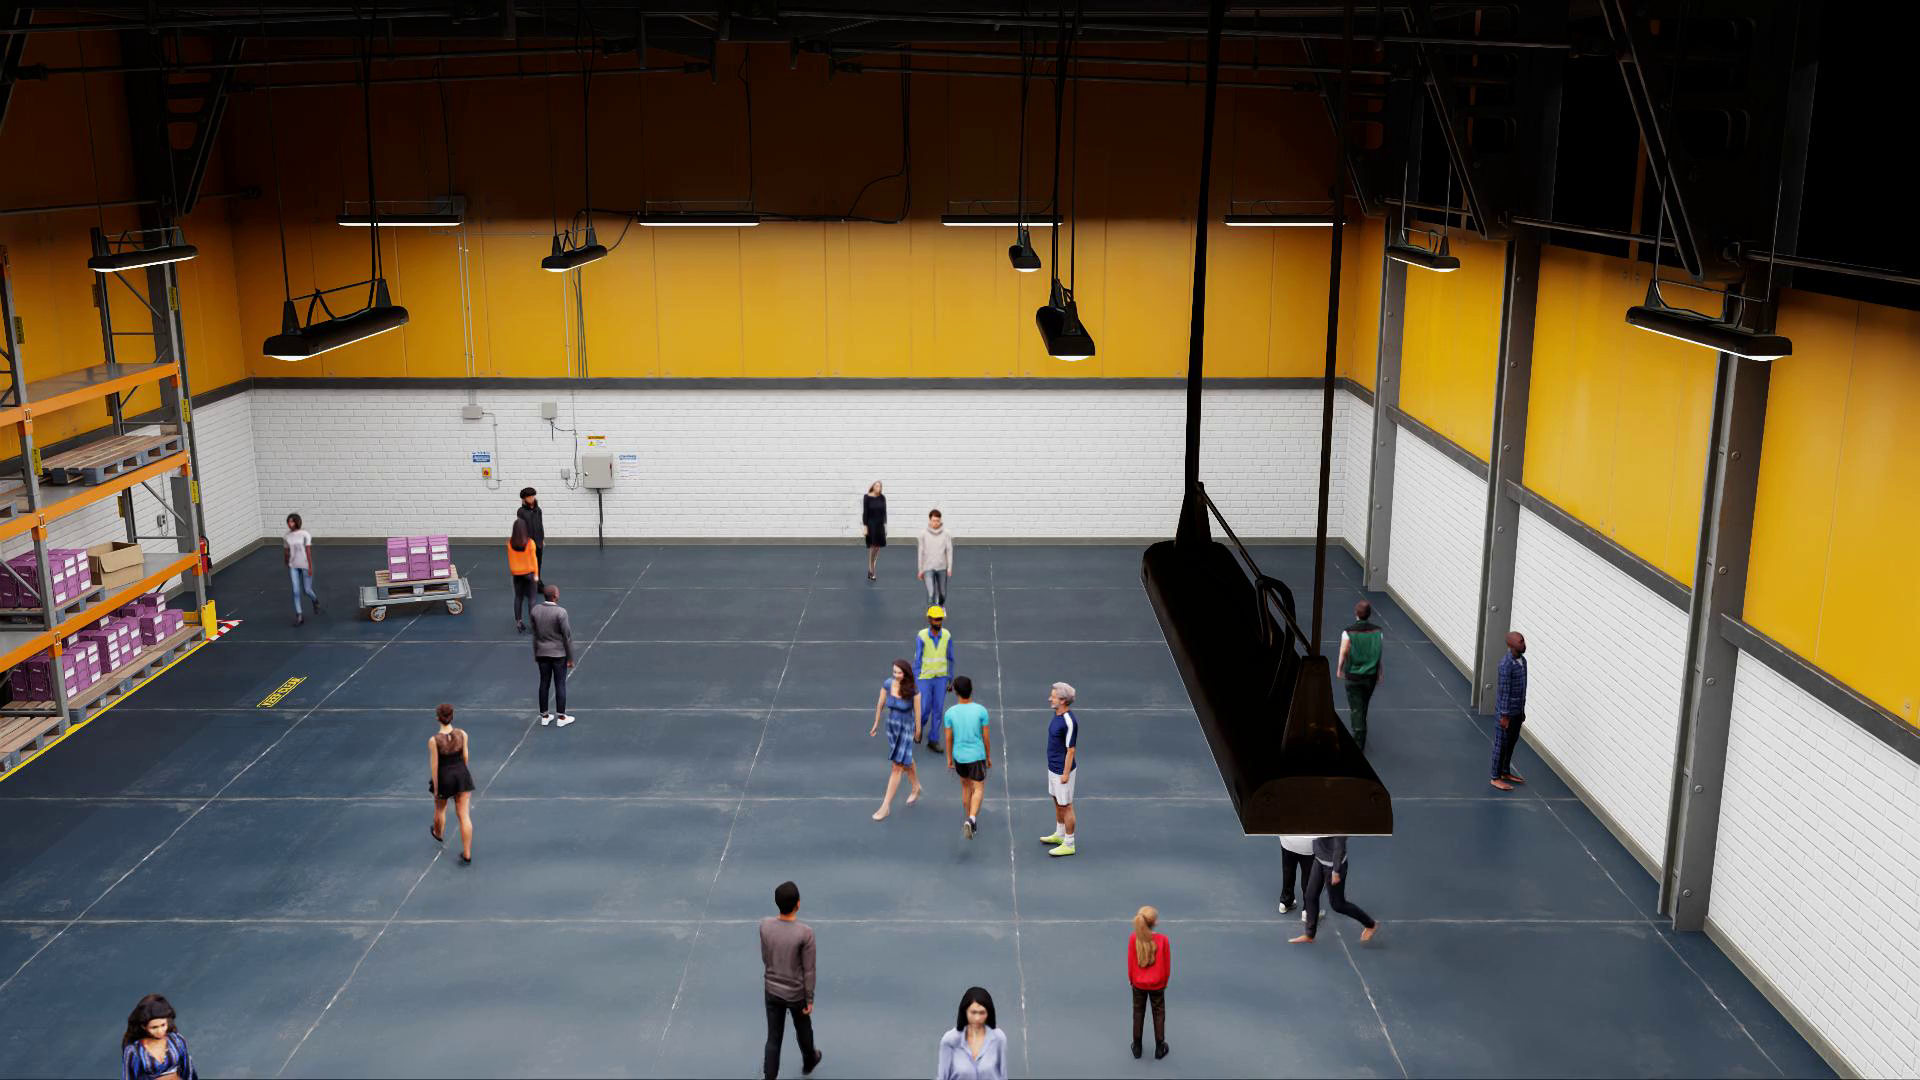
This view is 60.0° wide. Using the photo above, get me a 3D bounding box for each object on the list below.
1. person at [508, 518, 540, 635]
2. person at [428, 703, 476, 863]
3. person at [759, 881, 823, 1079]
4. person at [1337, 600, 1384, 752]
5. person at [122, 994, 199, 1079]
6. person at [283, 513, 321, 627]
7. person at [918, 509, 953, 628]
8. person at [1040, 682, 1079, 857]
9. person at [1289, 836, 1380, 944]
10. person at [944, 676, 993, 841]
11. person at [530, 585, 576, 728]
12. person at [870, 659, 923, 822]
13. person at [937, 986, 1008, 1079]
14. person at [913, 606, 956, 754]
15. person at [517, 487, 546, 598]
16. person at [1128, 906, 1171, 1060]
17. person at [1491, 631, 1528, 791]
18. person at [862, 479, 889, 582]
[{"bbox_3d":[-6.509,0.527,24.822,0.682,1.749,0.653,4,14,18],"label":"person"},{"bbox_3d":[-5.142,2.498,16.927,0.975,1.634,1.158,-9,16,-33],"label":"person"},{"bbox_3d":[-1.371,3.490,12.641,0.840,1.723,1.192,3,14,10],"label":"person"},{"bbox_3d":[4.849,1.654,20.037,0.693,1.810,0.960,-1,14,-3],"label":"person"},{"bbox_3d":[-5.499,3.852,11.392,0.754,1.607,0.809,-12,18,-41],"label":"person"},{"bbox_3d":[-10.014,0.428,25.323,0.591,1.706,0.872,1,14,2],"label":"person"},{"bbox_3d":[-0.379,0.410,25.117,0.673,1.837,0.852,0,14,-2],"label":"person"},{"bbox_3d":[1.053,2.336,17.159,0.741,1.838,0.565,-3,14,-12],"label":"person"},{"bbox_3d":[3.453,2.911,15.087,0.751,1.697,0.992,-2,14,-6],"label":"person"},{"bbox_3d":[0.093,2.319,17.401,0.717,1.757,0.965,2,14,7],"label":"person"},{"bbox_3d":[-5.129,1.449,20.877,0.768,1.814,0.674,3,14,13],"label":"person"},{"bbox_3d":[-0.601,2.155,18.127,1.091,1.736,1.271,10,17,35],"label":"person"},{"bbox_3d":[0.086,3.809,11.322,0.666,1.724,0.996,-1,14,-3],"label":"person"},{"bbox_3d":[-0.368,1.650,20.063,0.844,1.805,0.918,-6,15,-22],"label":"person"},{"bbox_3d":[-6.943,0.007,26.903,0.725,1.780,0.779,-12,18,-41],"label":"person"},{"bbox_3d":[1.516,3.544,13.357,0.532,1.280,0.534,3,14,12],"label":"person"},{"bbox_3d":[6.267,1.912,18.957,0.819,1.817,0.755,13,19,42],"label":"person"},{"bbox_3d":[-1.467,-0.183,27.779,0.755,1.737,0.825,-8,16,-30],"label":"person"}]
